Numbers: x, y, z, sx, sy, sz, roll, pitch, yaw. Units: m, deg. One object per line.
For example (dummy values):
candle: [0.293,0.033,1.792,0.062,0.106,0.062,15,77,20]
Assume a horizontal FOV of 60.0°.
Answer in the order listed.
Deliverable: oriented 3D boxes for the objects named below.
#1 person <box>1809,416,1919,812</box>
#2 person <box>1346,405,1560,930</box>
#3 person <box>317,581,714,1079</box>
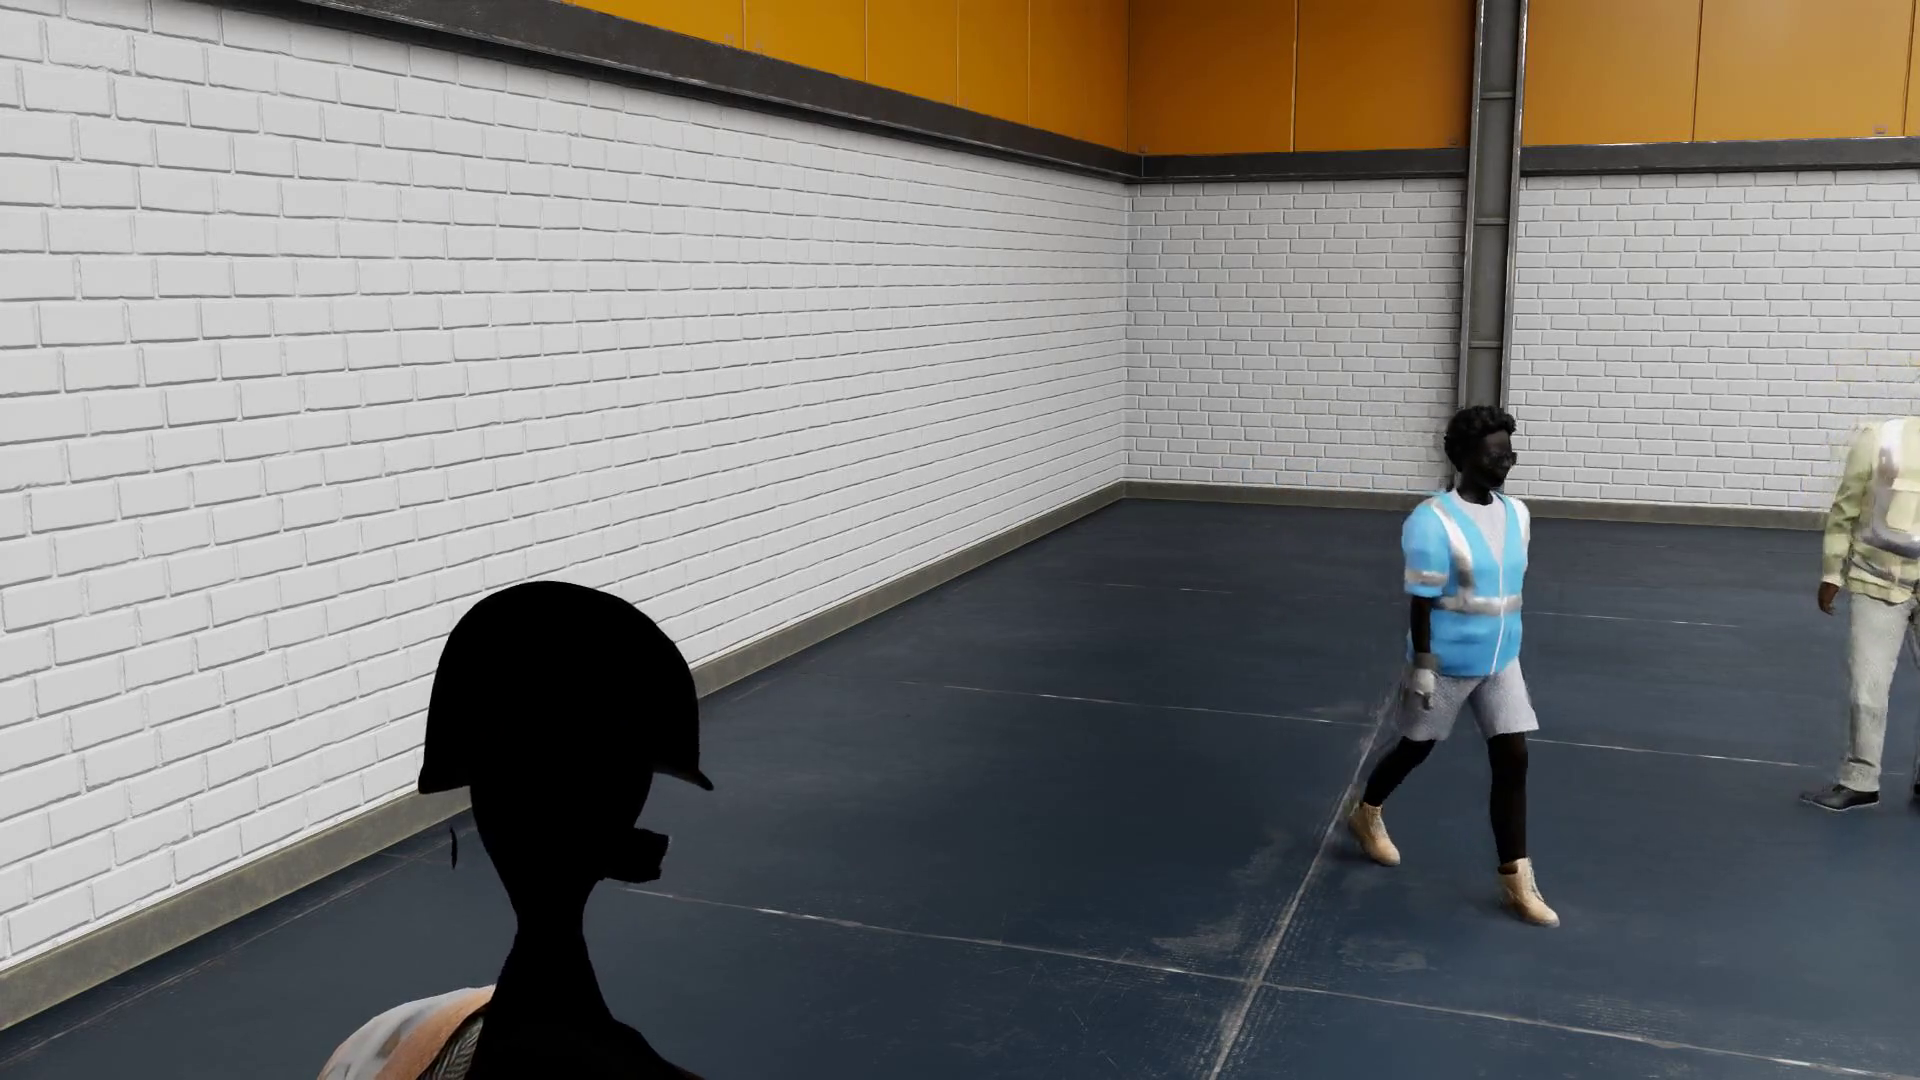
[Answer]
person: [3.603,0.197,6.286,0.652,1.780,0.406,4,10,22]
person: [1.641,0.369,5.534,0.534,1.663,0.865,-4,10,-25]
person: [-0.249,0.946,1.064,0.590,1.930,0.359,7,12,39]
